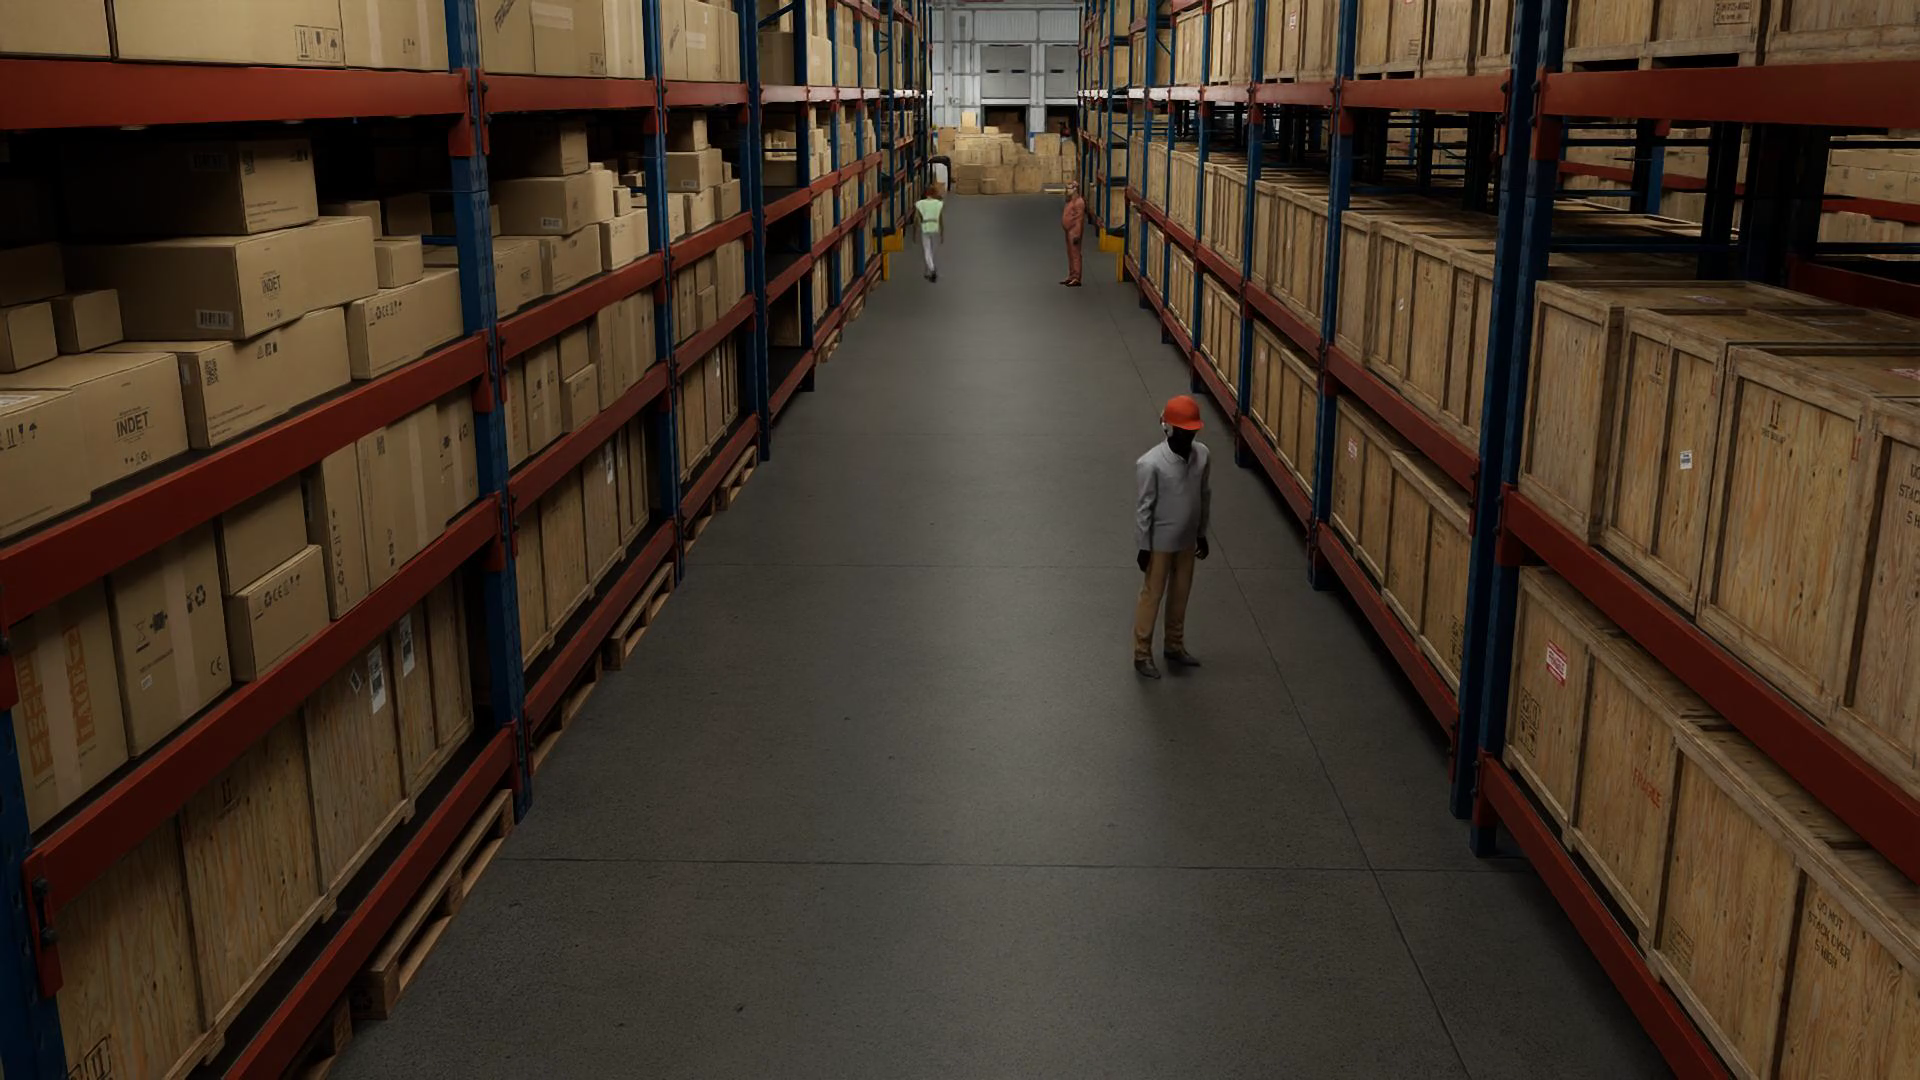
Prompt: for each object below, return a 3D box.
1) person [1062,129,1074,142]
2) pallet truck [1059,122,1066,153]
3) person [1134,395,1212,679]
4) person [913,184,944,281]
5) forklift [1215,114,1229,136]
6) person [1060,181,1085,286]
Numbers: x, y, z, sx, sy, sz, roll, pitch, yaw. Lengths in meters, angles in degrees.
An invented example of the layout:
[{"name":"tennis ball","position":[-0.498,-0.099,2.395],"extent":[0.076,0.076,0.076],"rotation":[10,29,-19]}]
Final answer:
[{"name":"person","position":[4.868,-17.652,75.333],"extent":[0.567,1.900,0.688],"rotation":[-4,16,-16]},{"name":"pallet truck","position":[5.788,-21.111,88.014],"extent":[1.885,1.965,0.823],"rotation":[5,16,18]},{"name":"person","position":[1.294,-0.020,10.040],"extent":[0.578,1.739,0.389],"rotation":[-12,19,-37]},{"name":"person","position":[-0.567,-5.806,31.436],"extent":[0.586,1.815,0.861],"rotation":[-6,16,-22]},{"name":"forklift","position":[8.648,-13.153,56.729],"extent":[1.873,2.768,1.129],"rotation":[-14,20,-41]},{"name":"person","position":[2.065,-5.626,30.573],"extent":[0.407,1.908,0.641],"rotation":[-3,15,-12]}]
